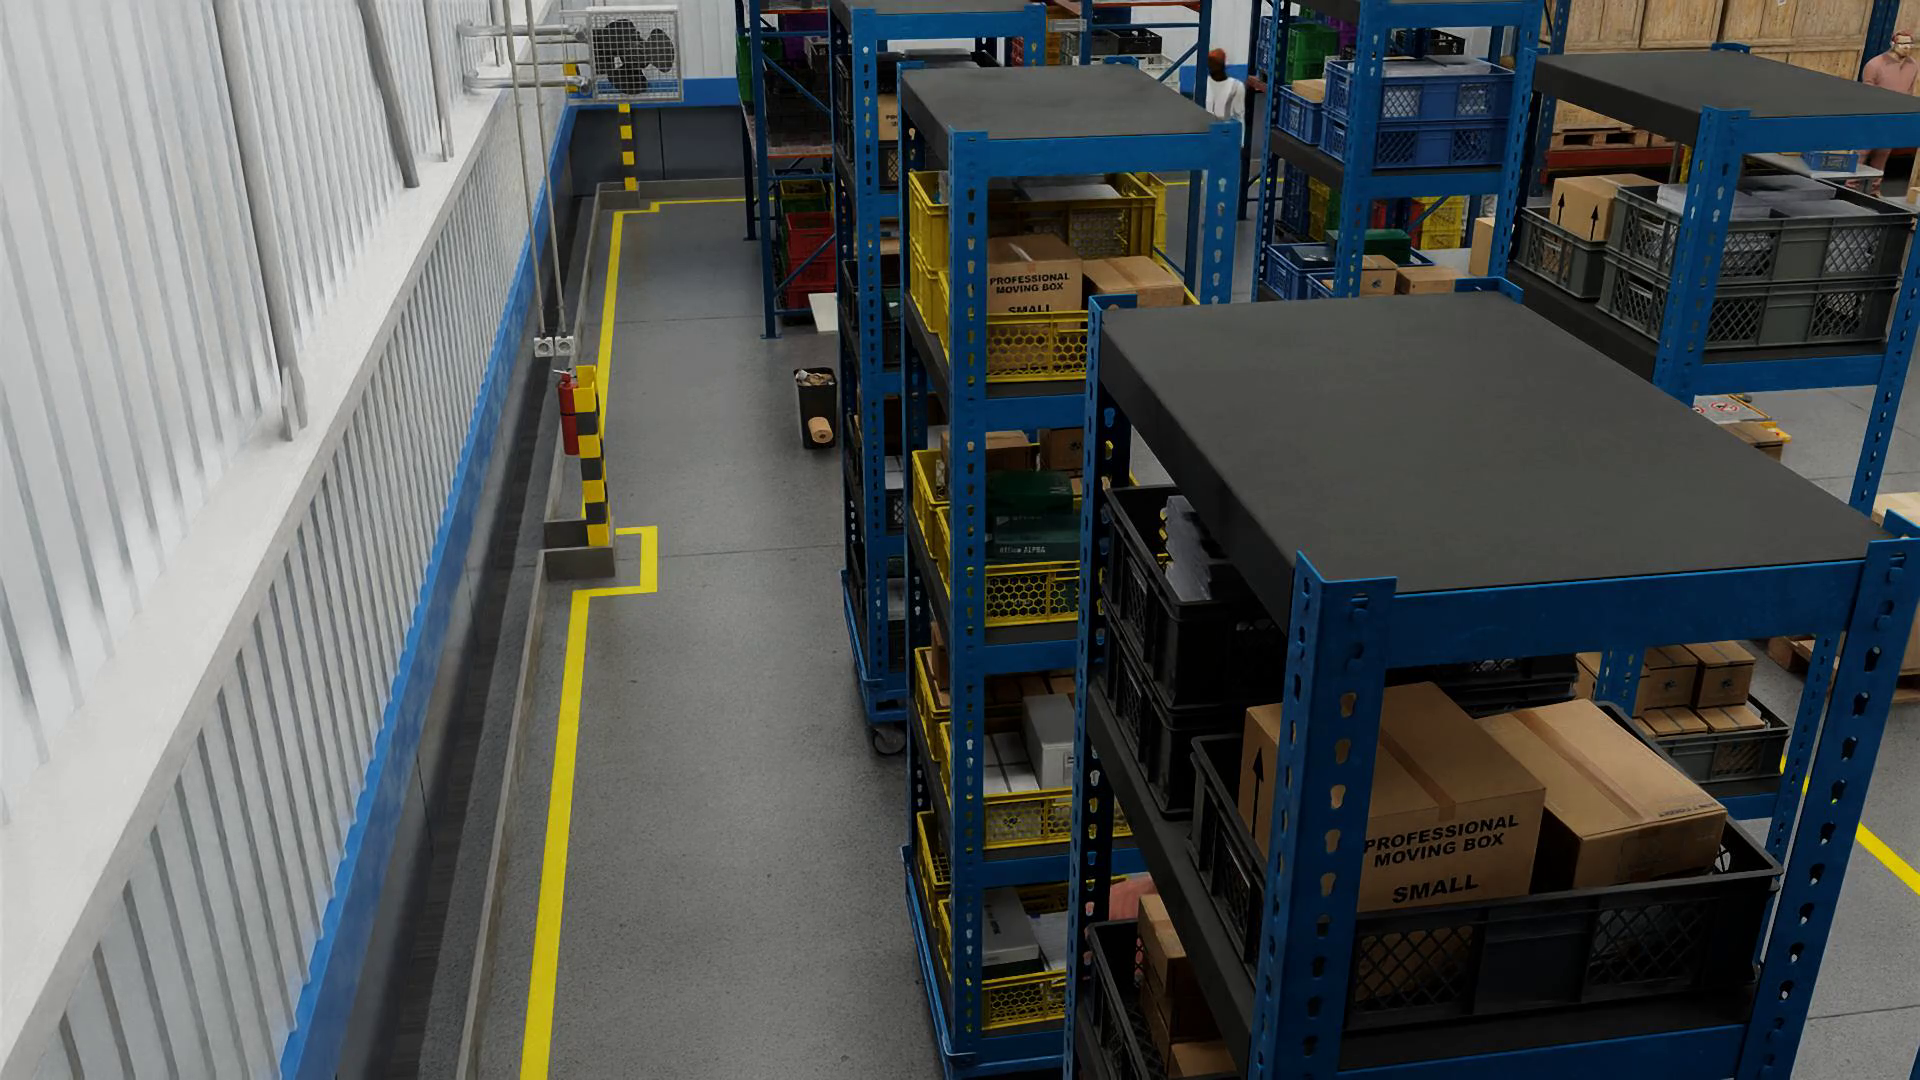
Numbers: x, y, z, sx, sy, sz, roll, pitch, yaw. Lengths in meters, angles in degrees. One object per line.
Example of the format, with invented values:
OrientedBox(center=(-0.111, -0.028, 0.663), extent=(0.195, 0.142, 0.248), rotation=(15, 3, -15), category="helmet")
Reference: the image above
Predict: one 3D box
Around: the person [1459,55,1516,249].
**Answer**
OrientedBox(center=(5.364, -3.913, 16.798), extent=(0.627, 1.934, 0.373), rotation=(-4, 25, -8), category="person")

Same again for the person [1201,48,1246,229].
OrientedBox(center=(2.736, -4.224, 17.556), extent=(0.618, 1.868, 0.462), rotation=(16, 29, 32), category="person")

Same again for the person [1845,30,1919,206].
OrientedBox(center=(10.301, -4.701, 18.542), extent=(0.638, 1.909, 0.407), rotation=(-4, 25, -8), category="person")
